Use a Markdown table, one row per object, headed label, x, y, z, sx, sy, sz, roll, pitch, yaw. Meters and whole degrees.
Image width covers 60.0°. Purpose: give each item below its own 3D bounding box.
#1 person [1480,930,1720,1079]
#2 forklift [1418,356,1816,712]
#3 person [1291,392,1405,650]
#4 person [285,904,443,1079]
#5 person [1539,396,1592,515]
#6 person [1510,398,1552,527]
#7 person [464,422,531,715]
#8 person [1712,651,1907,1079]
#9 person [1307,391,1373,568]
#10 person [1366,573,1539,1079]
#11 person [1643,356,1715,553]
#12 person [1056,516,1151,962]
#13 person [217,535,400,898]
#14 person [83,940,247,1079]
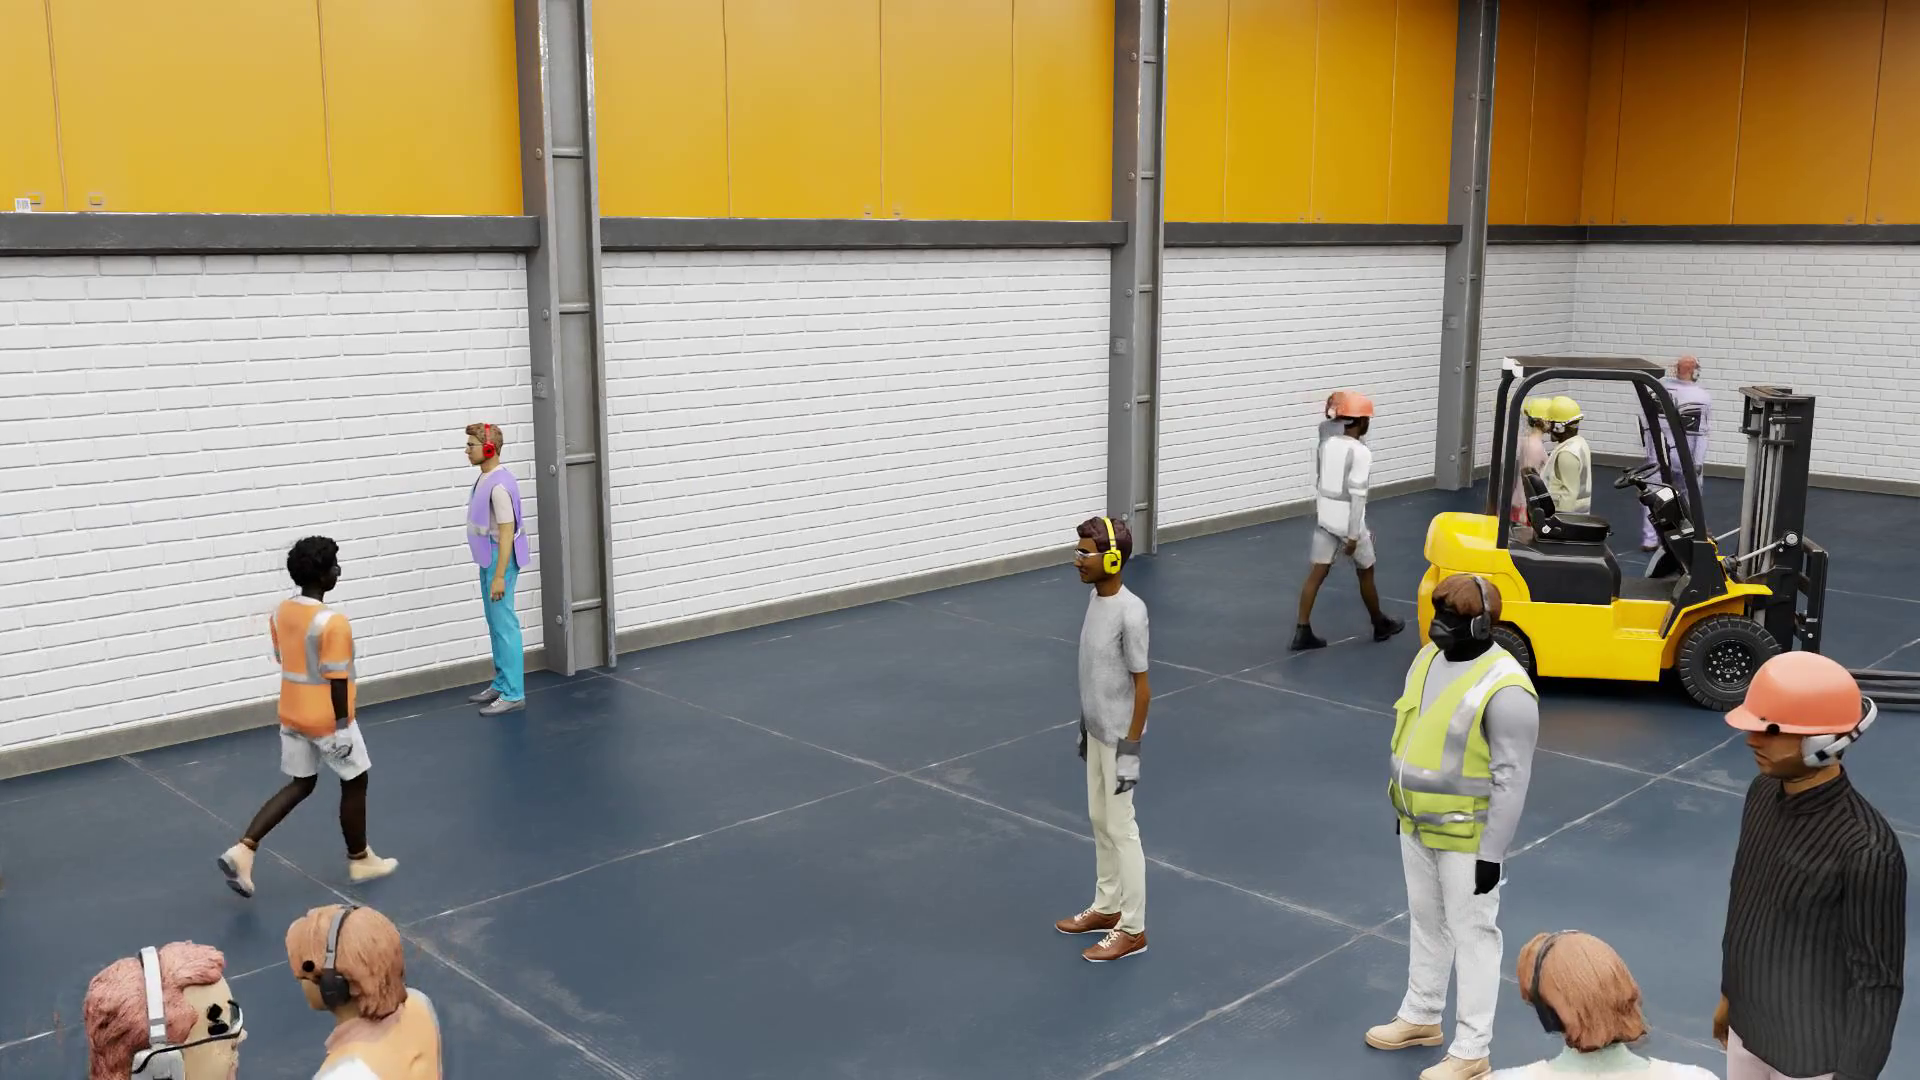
| label | x | y | z | sx | sy | sz | roll | pitch | yaw |
| --- | --- | --- | --- | --- | --- | --- | --- | --- | --- |
| person | 1.312 | 1.600 | 3.362 | 0.575 | 1.612 | 0.473 | 2 | 11 | 9 |
| forklift | 4.276 | -0.101 | 11.076 | 2.313 | 2.155 | 1.214 | 2 | 11 | 13 |
| person | 2.845 | -0.140 | 12.145 | 1.011 | 1.881 | 0.544 | -6 | 12 | -29 |
| person | -1.356 | 1.558 | 3.577 | 0.674 | 1.614 | 0.540 | 0 | 10 | 0 |
| person | 4.459 | -0.150 | 12.346 | 0.404 | 1.828 | 0.591 | 5 | 11 | 24 |
| person | 4.569 | -0.300 | 13.462 | 0.918 | 1.723 | 0.531 | 3 | 11 | 14 |
| person | -2.927 | 0.173 | 10.529 | 0.390 | 1.846 | 0.564 | -5 | 11 | -25 |
| person | 2.102 | 1.253 | 4.243 | 0.399 | 1.989 | 0.622 | -1 | 10 | -3 |
| person | 3.477 | -0.555 | 15.142 | 0.640 | 1.615 | 0.503 | -7 | 12 | -33 |
| person | 1.742 | 1.021 | 5.920 | 0.429 | 1.846 | 0.626 | -3 | 11 | -18 |
| person | 6.900 | -0.822 | 15.925 | 0.959 | 1.863 | 0.668 | -9 | 14 | -42 |
| person | 0.618 | 0.822 | 6.934 | 0.311 | 1.869 | 0.530 | -3 | 11 | -16 |
| person | -2.977 | 0.812 | 7.534 | 0.539 | 1.672 | 0.739 | 8 | 13 | 37 |
| person | -1.362 | 1.586 | 2.761 | 0.889 | 1.879 | 0.654 | -7 | 13 | -35 |
